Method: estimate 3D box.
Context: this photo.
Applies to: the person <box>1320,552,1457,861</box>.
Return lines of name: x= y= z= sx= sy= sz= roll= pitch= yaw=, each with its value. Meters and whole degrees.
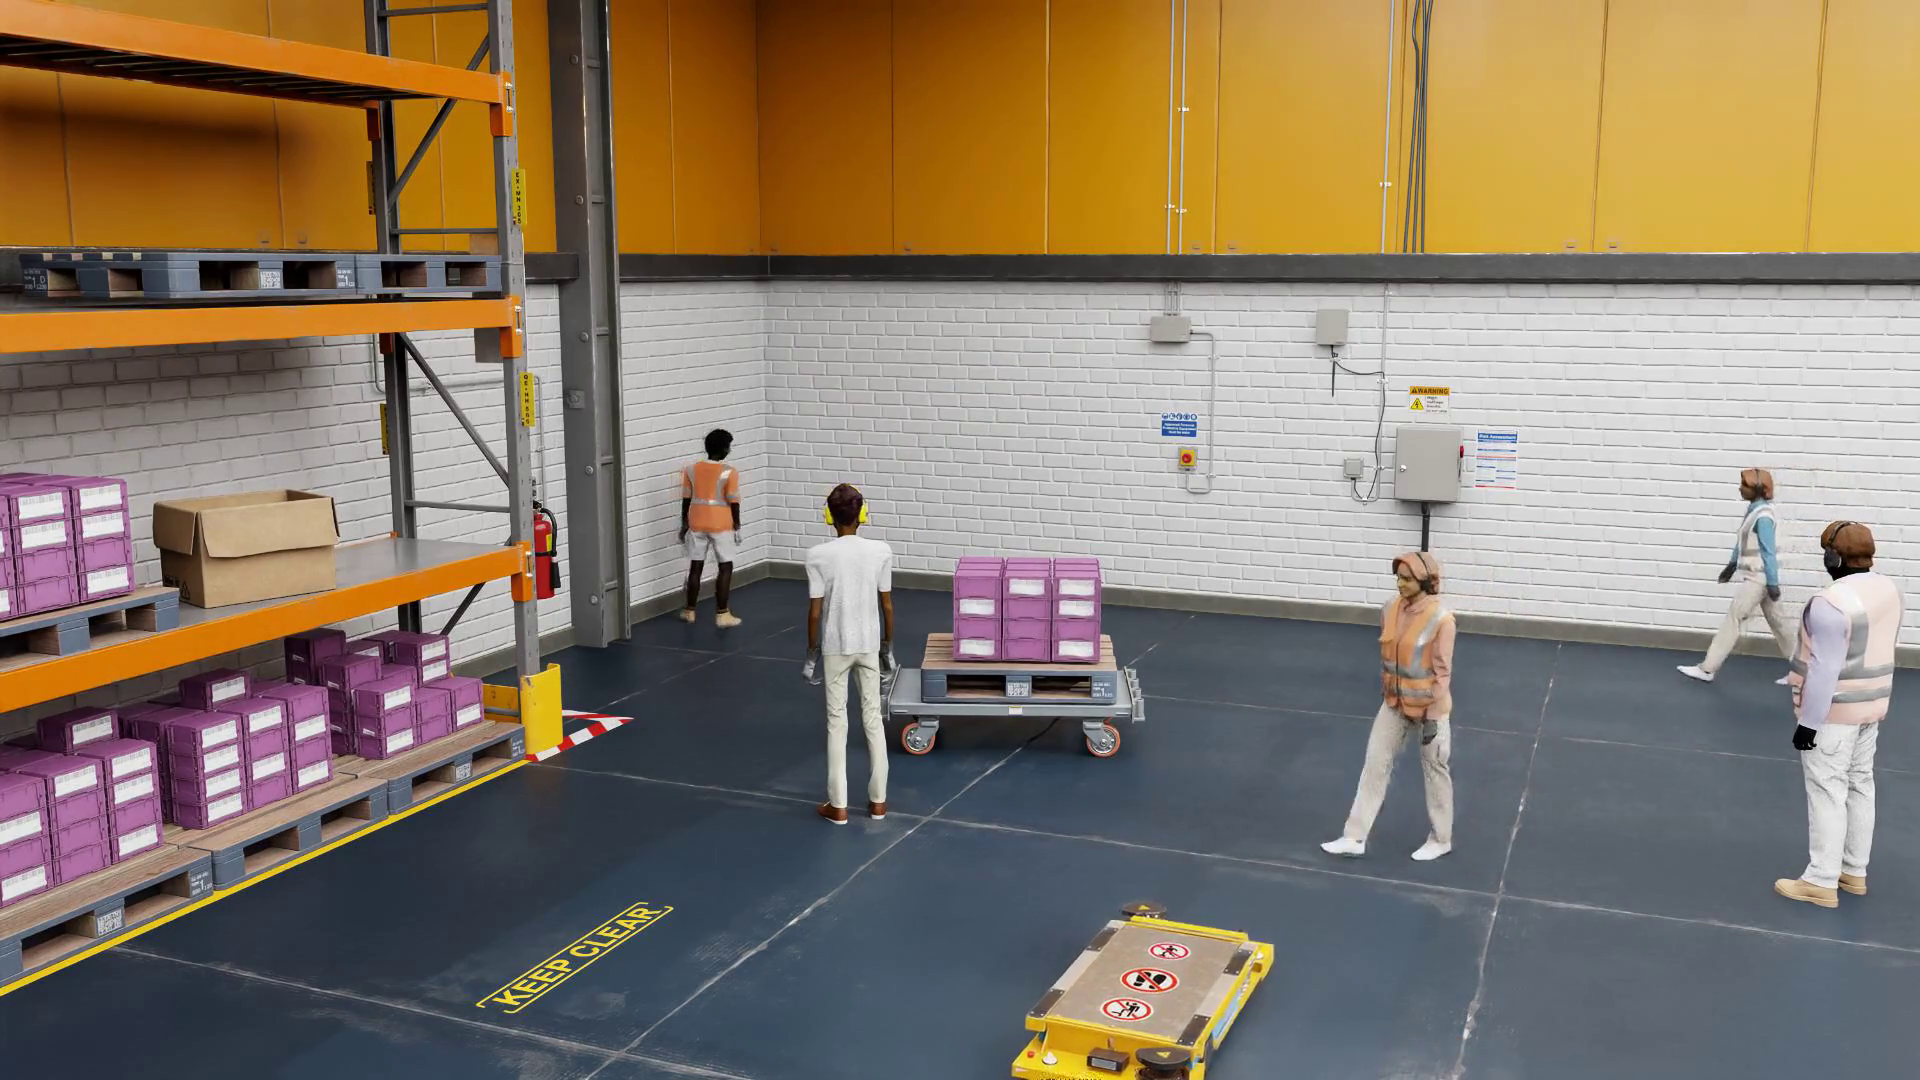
person: x=2.201 y=0.862 z=8.358 sx=0.783 sy=1.603 sz=0.539 roll=-5 pitch=11 yaw=-28

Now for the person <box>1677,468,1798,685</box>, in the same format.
person: x=5.740 y=0.276 z=11.980 sx=0.915 sy=1.586 sz=0.504 roll=4 pitch=10 yaw=23

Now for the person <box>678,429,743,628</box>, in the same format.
person: x=-2.166 y=-0.100 z=14.035 sx=0.725 sy=1.667 sz=0.318 roll=4 pitch=10 yaw=22

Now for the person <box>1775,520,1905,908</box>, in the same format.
person: x=4.178 y=0.819 z=7.931 sx=0.634 sy=1.839 sz=0.429 roll=-6 pitch=11 yaw=-33

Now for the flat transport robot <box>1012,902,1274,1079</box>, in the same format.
flat transport robot: x=0.771 y=1.813 z=6.641 sx=0.652 sy=0.197 sz=1.431 roll=4 pitch=10 yaw=23

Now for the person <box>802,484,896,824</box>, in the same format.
person: x=-0.604 y=0.619 z=9.070 sx=0.519 sy=1.865 sz=0.327 roll=-3 pitch=10 yaw=-18
